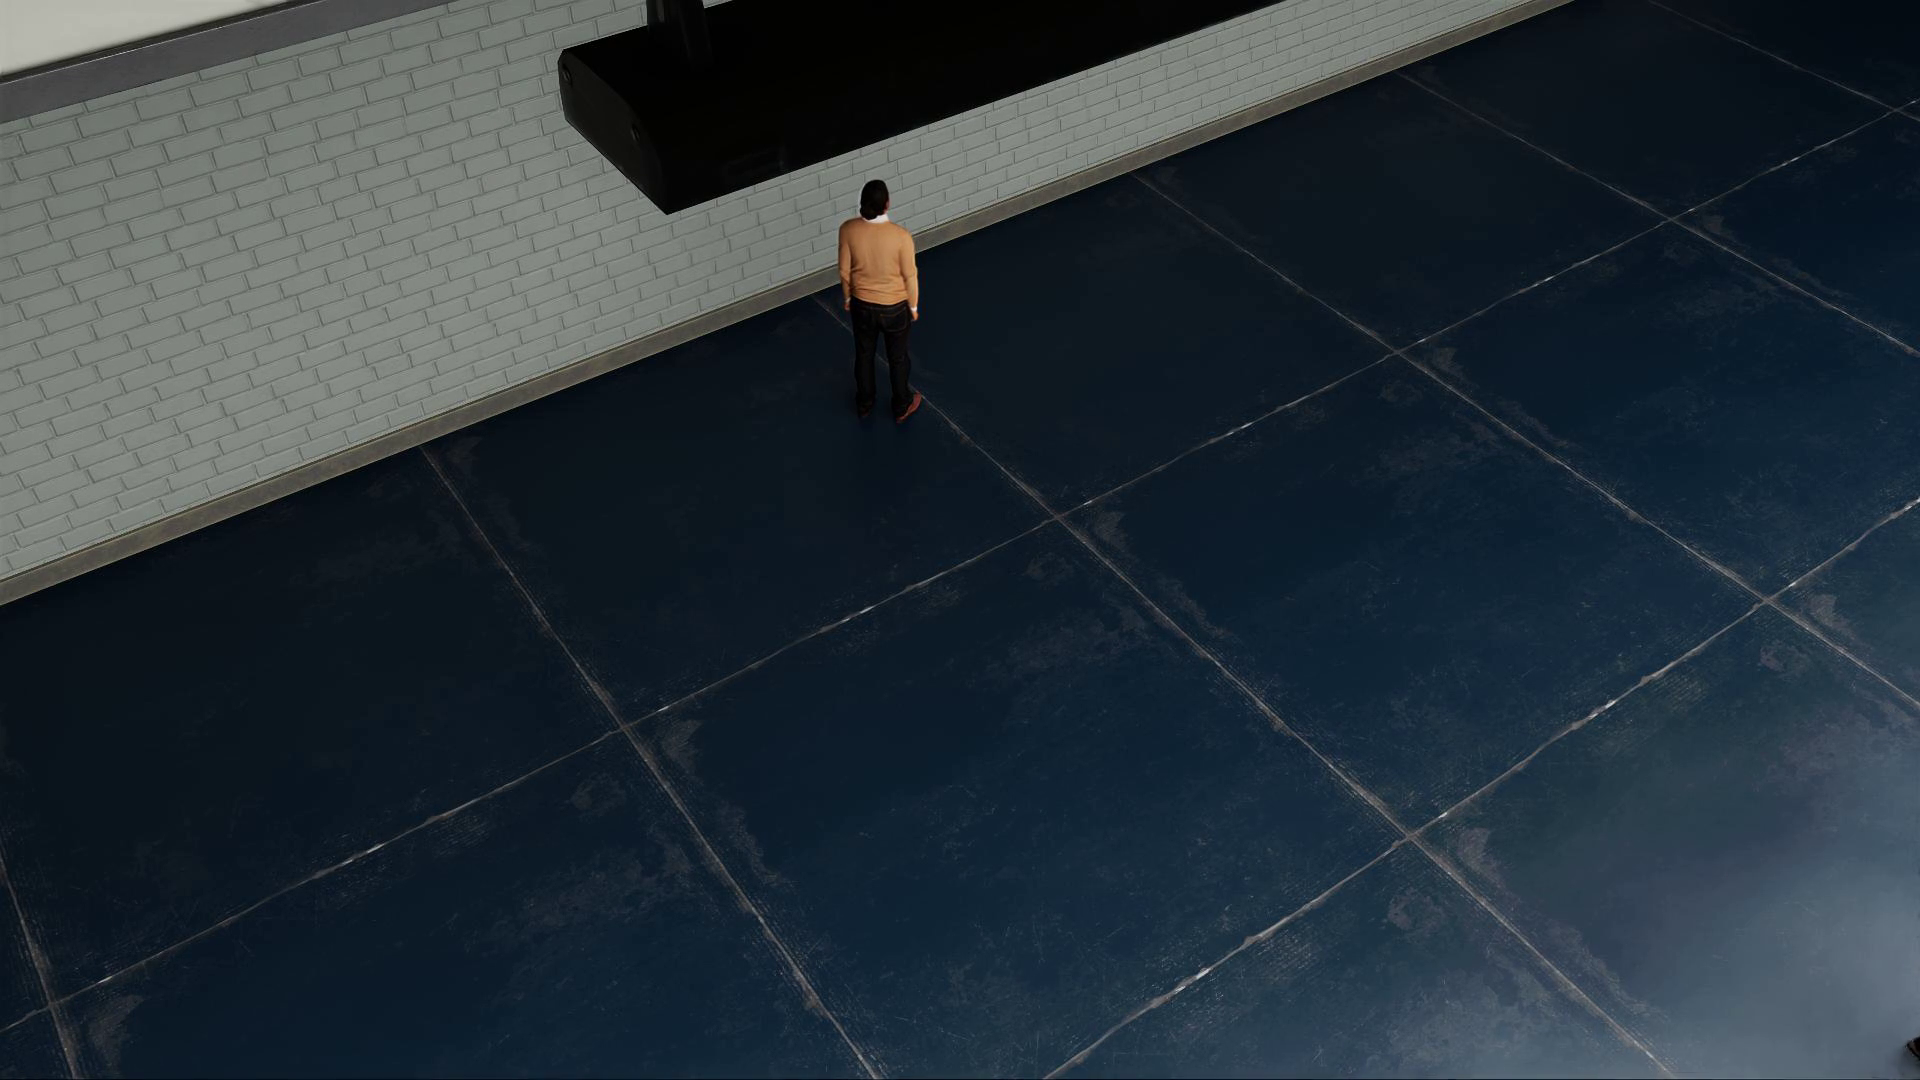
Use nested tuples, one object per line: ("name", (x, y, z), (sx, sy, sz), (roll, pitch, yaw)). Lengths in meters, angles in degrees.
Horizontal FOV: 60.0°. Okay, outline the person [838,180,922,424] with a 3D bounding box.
("person", (-0.510, -1.507, 10.569), (0.738, 1.754, 0.812), (9, 44, 10))
